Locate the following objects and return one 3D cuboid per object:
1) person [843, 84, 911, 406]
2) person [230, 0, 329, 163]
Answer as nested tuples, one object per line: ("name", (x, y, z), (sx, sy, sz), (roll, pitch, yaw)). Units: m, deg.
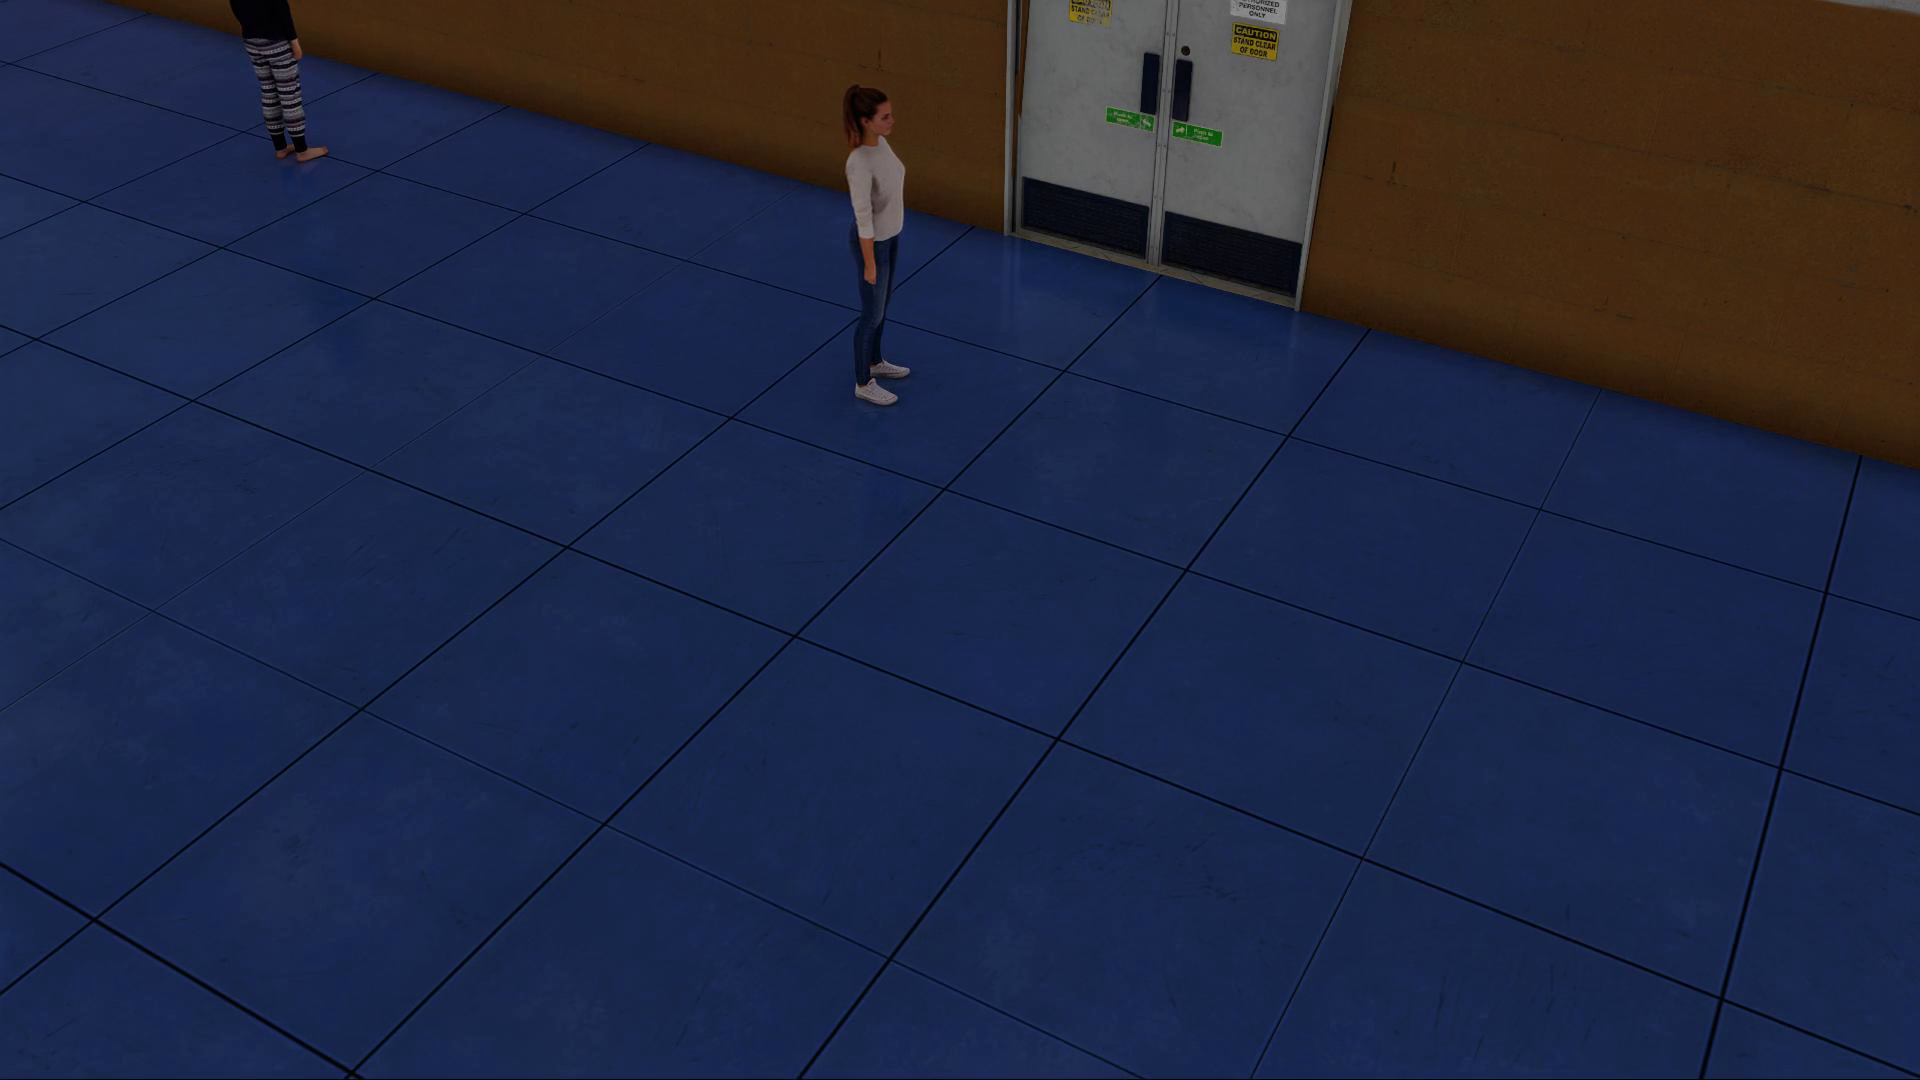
("person", (-0.449, -1.546, 8.720), (0.733, 1.719, 0.564), (8, 38, 10))
("person", (-4.658, -3.396, 11.172), (0.623, 1.734, 0.540), (16, 40, 20))
